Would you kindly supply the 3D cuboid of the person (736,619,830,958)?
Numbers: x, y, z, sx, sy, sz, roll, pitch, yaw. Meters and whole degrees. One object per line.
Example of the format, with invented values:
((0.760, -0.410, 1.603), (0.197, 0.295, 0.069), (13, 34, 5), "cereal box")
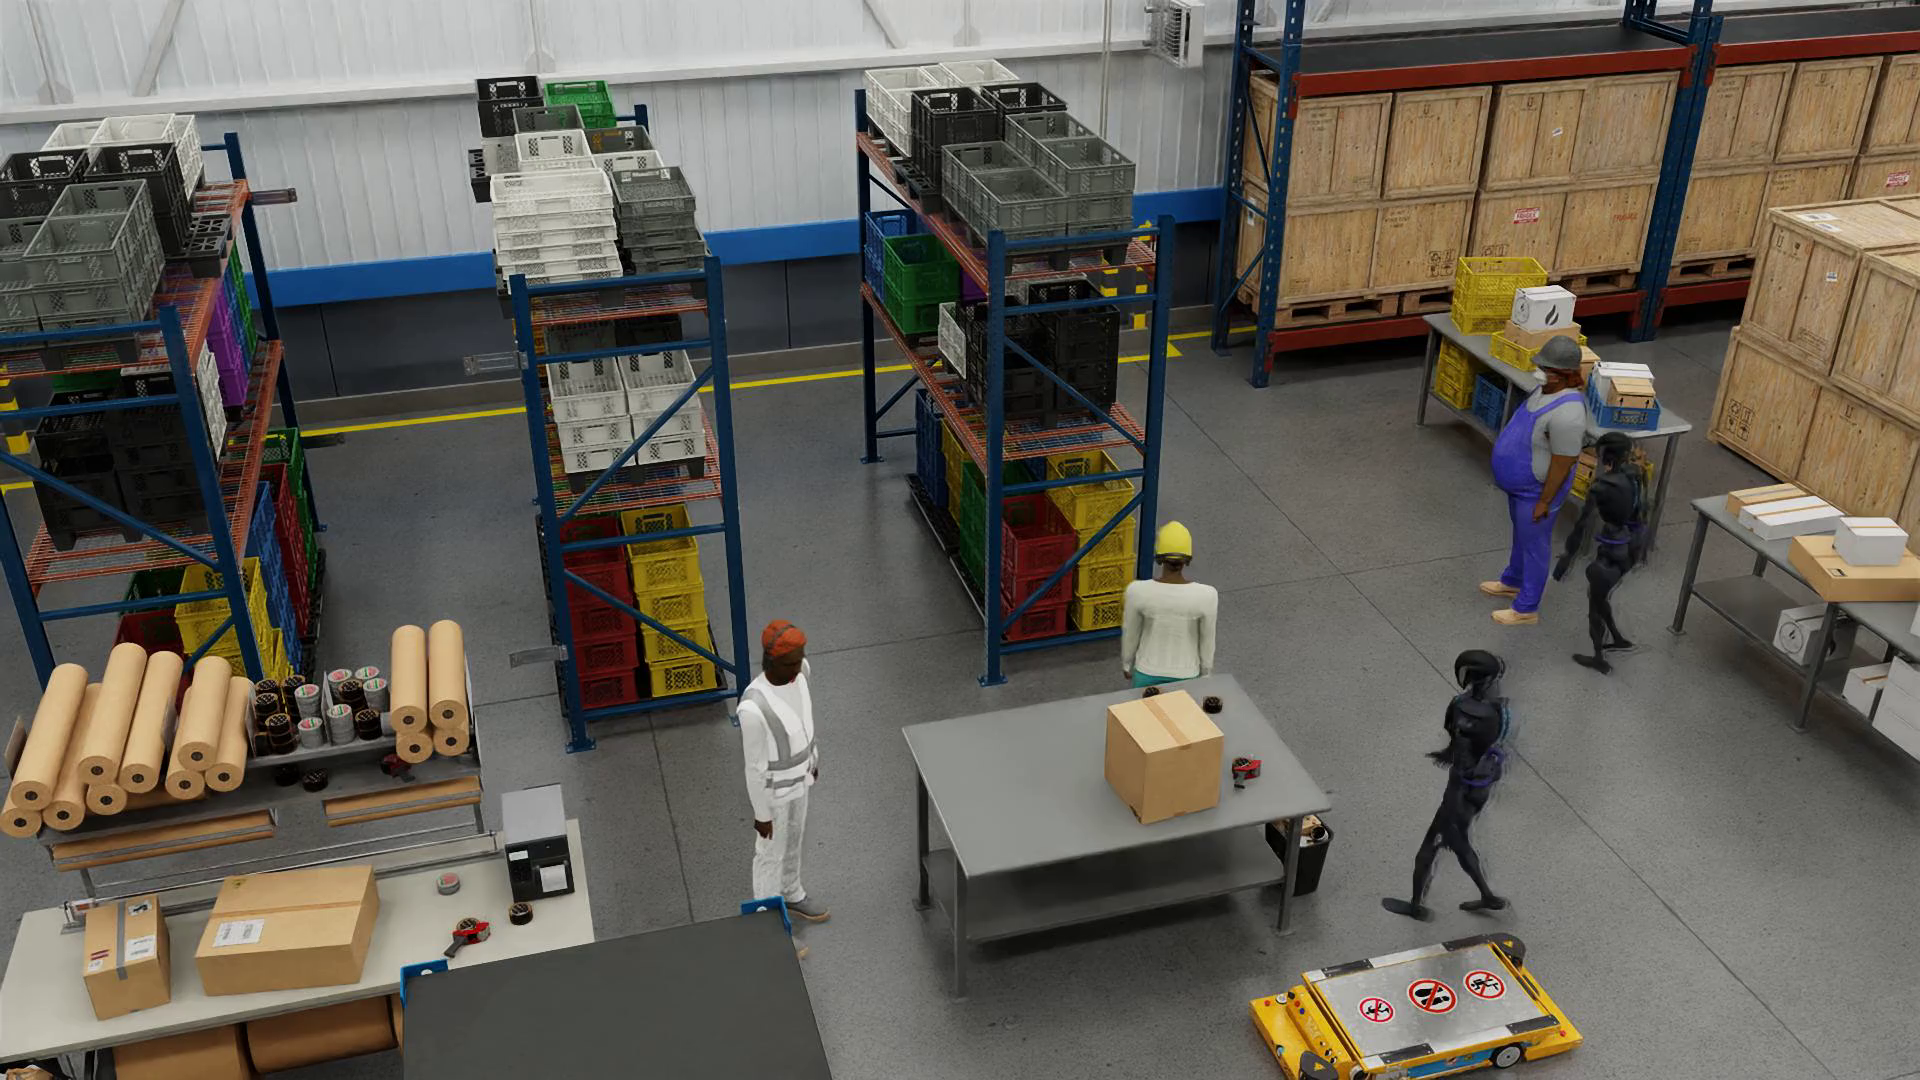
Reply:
((-0.876, 1.212, 8.280), (0.353, 1.882, 0.575), (11, 31, 19), "person")

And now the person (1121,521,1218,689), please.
((1.158, 0.704, 9.338), (0.522, 1.758, 0.340), (5, 29, 9), "person")

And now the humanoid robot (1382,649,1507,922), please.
((2.574, 1.251, 8.435), (0.561, 1.641, 0.590), (18, 33, 29), "humanoid robot")

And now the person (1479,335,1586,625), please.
((3.798, -0.411, 11.071), (0.539, 2.000, 0.685), (3, 29, 5), "person")

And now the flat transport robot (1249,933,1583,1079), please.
((2.184, 2.282, 7.980), (1.431, 0.197, 0.652), (-8, 30, -14), "flat transport robot")

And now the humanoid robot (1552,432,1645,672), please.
((4.106, 0.062, 10.599), (0.597, 1.638, 0.476), (-25, 37, -37), "humanoid robot")
